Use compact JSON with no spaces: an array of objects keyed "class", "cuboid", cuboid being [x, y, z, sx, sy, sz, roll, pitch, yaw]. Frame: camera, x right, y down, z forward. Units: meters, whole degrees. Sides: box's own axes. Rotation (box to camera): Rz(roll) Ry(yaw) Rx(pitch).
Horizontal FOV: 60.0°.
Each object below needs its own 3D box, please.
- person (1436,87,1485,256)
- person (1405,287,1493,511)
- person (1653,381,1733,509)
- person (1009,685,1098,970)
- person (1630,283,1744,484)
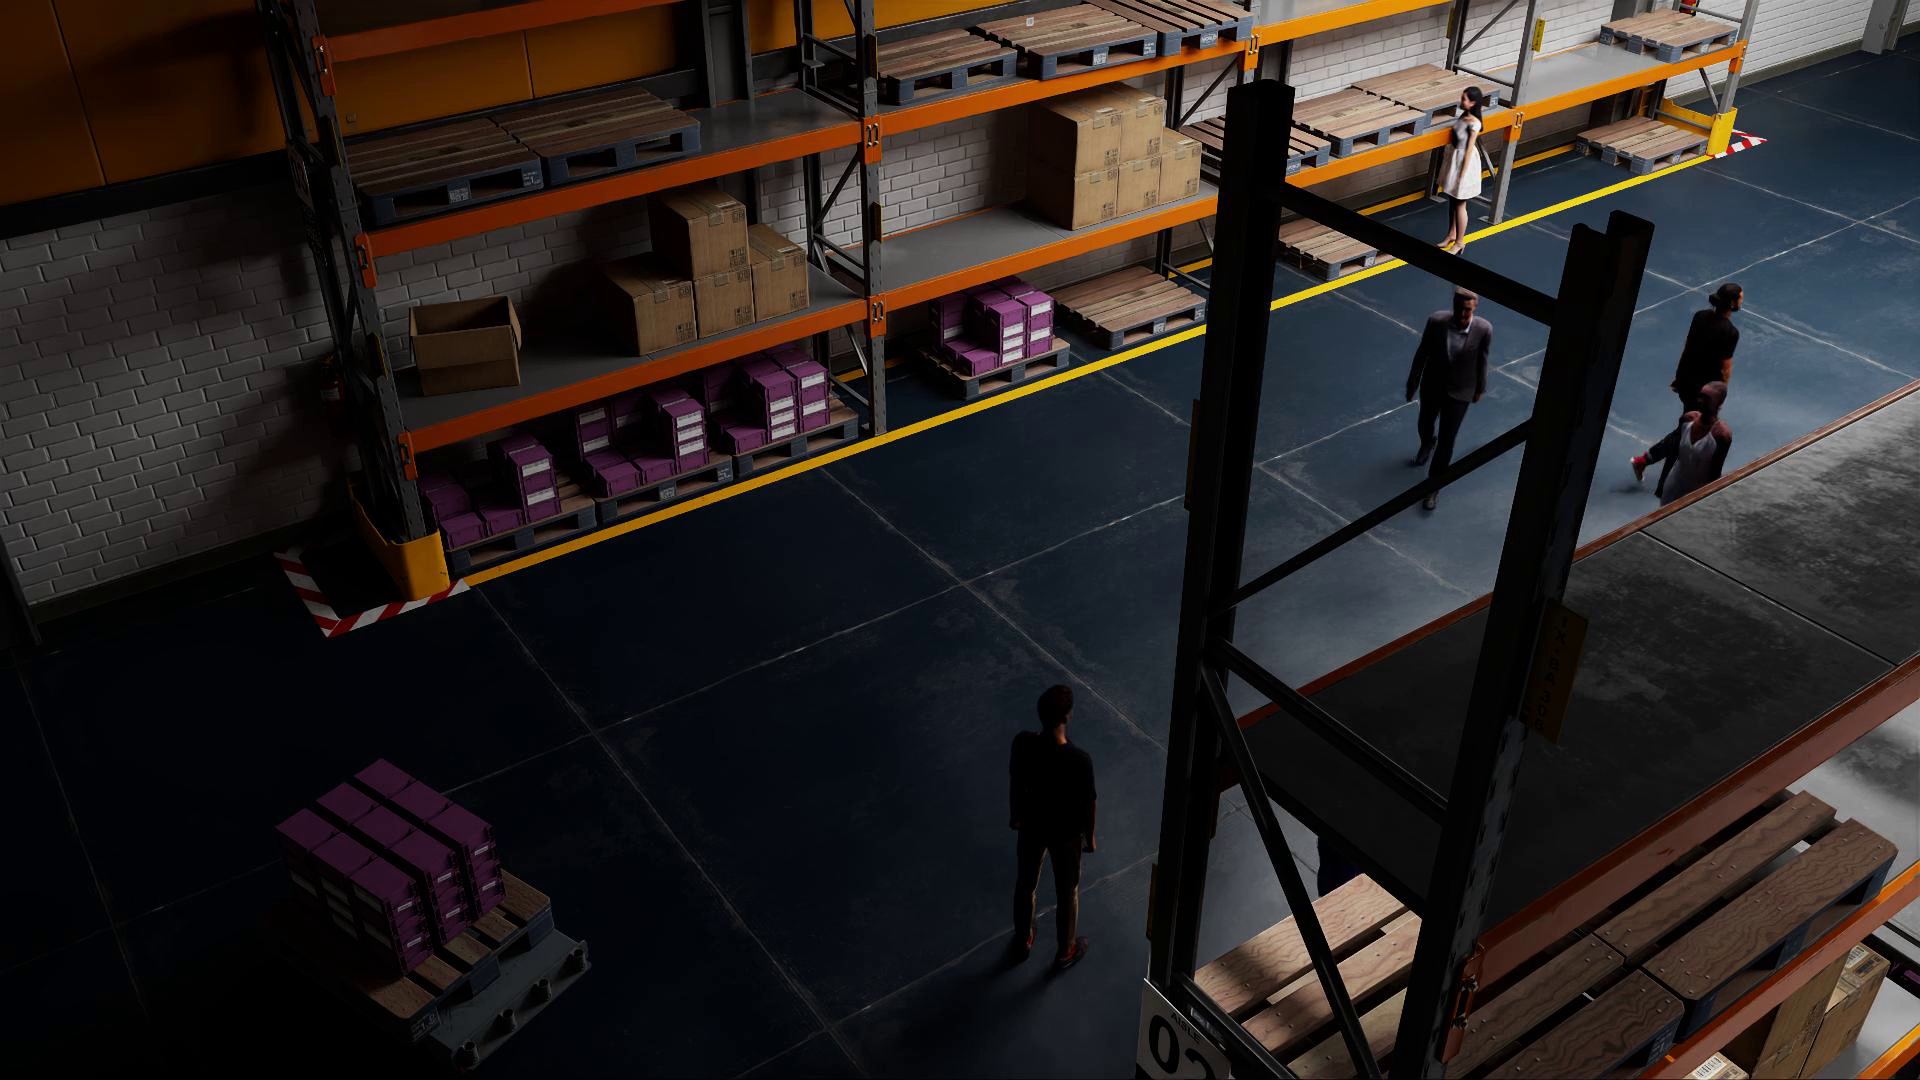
[{"class":"person","cuboid":[5.132,-3.775,17.044,0.812,1.769,0.781,-1,34,-1]},{"class":"person","cuboid":[3.853,-1.227,13.188,1.198,1.795,1.358,13,36,18]},{"class":"person","cuboid":[5.258,-0.346,11.881,0.757,1.775,0.651,-17,37,-23]},{"class":"person","cuboid":[0.486,1.551,8.954,0.726,1.854,0.718,14,36,20]},{"class":"person","cuboid":[5.787,-1.203,13.209,1.154,1.731,0.888,-8,34,-11]}]
